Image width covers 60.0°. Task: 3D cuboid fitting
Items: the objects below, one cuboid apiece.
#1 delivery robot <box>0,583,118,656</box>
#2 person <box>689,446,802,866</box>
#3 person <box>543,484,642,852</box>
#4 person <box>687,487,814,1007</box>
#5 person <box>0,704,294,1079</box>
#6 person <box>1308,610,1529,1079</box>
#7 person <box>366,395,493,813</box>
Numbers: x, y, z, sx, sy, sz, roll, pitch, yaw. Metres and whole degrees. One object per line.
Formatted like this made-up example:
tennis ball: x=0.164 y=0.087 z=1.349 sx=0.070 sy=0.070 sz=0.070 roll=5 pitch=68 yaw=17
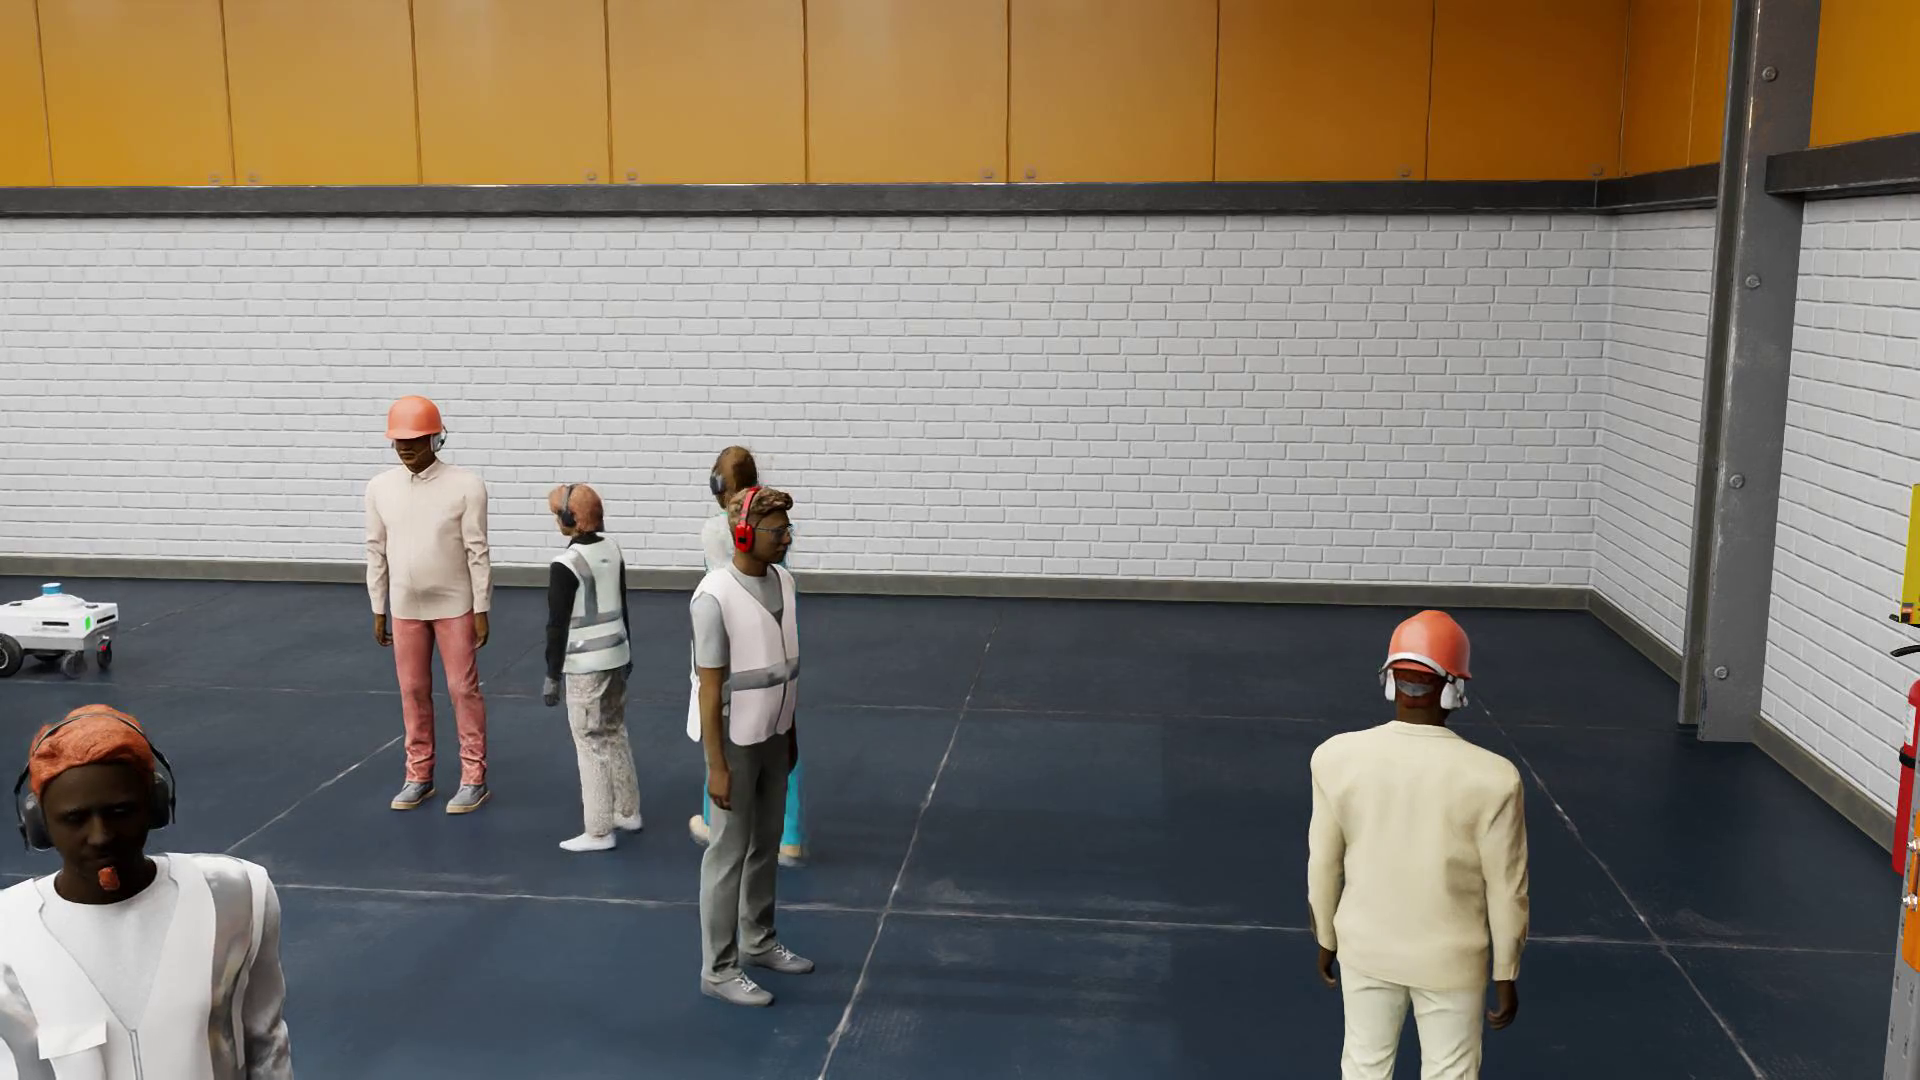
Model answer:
delivery robot: x=-5.685 y=0.514 z=10.450 sx=0.707 sy=0.478 sz=0.477 roll=1 pitch=10 yaw=7
person: x=-0.937 y=0.496 z=7.293 sx=0.789 sy=1.785 sz=0.529 roll=8 pitch=13 yaw=40
person: x=-1.634 y=0.563 z=7.369 sx=0.319 sy=1.628 sz=0.555 roll=3 pitch=10 yaw=18
person: x=-0.763 y=0.717 z=5.899 sx=0.383 sy=1.838 sz=0.565 roll=5 pitch=11 yaw=24
person: x=-1.452 y=1.211 z=2.927 sx=0.584 sy=1.882 sz=0.346 roll=-8 pitch=12 yaw=-37
person: x=1.178 y=1.043 z=4.287 sx=0.561 sy=1.742 sz=0.337 roll=6 pitch=12 yaw=31
person: x=-2.496 y=0.309 z=7.818 sx=0.608 sy=1.987 sz=0.400 roll=1 pitch=10 yaw=6
